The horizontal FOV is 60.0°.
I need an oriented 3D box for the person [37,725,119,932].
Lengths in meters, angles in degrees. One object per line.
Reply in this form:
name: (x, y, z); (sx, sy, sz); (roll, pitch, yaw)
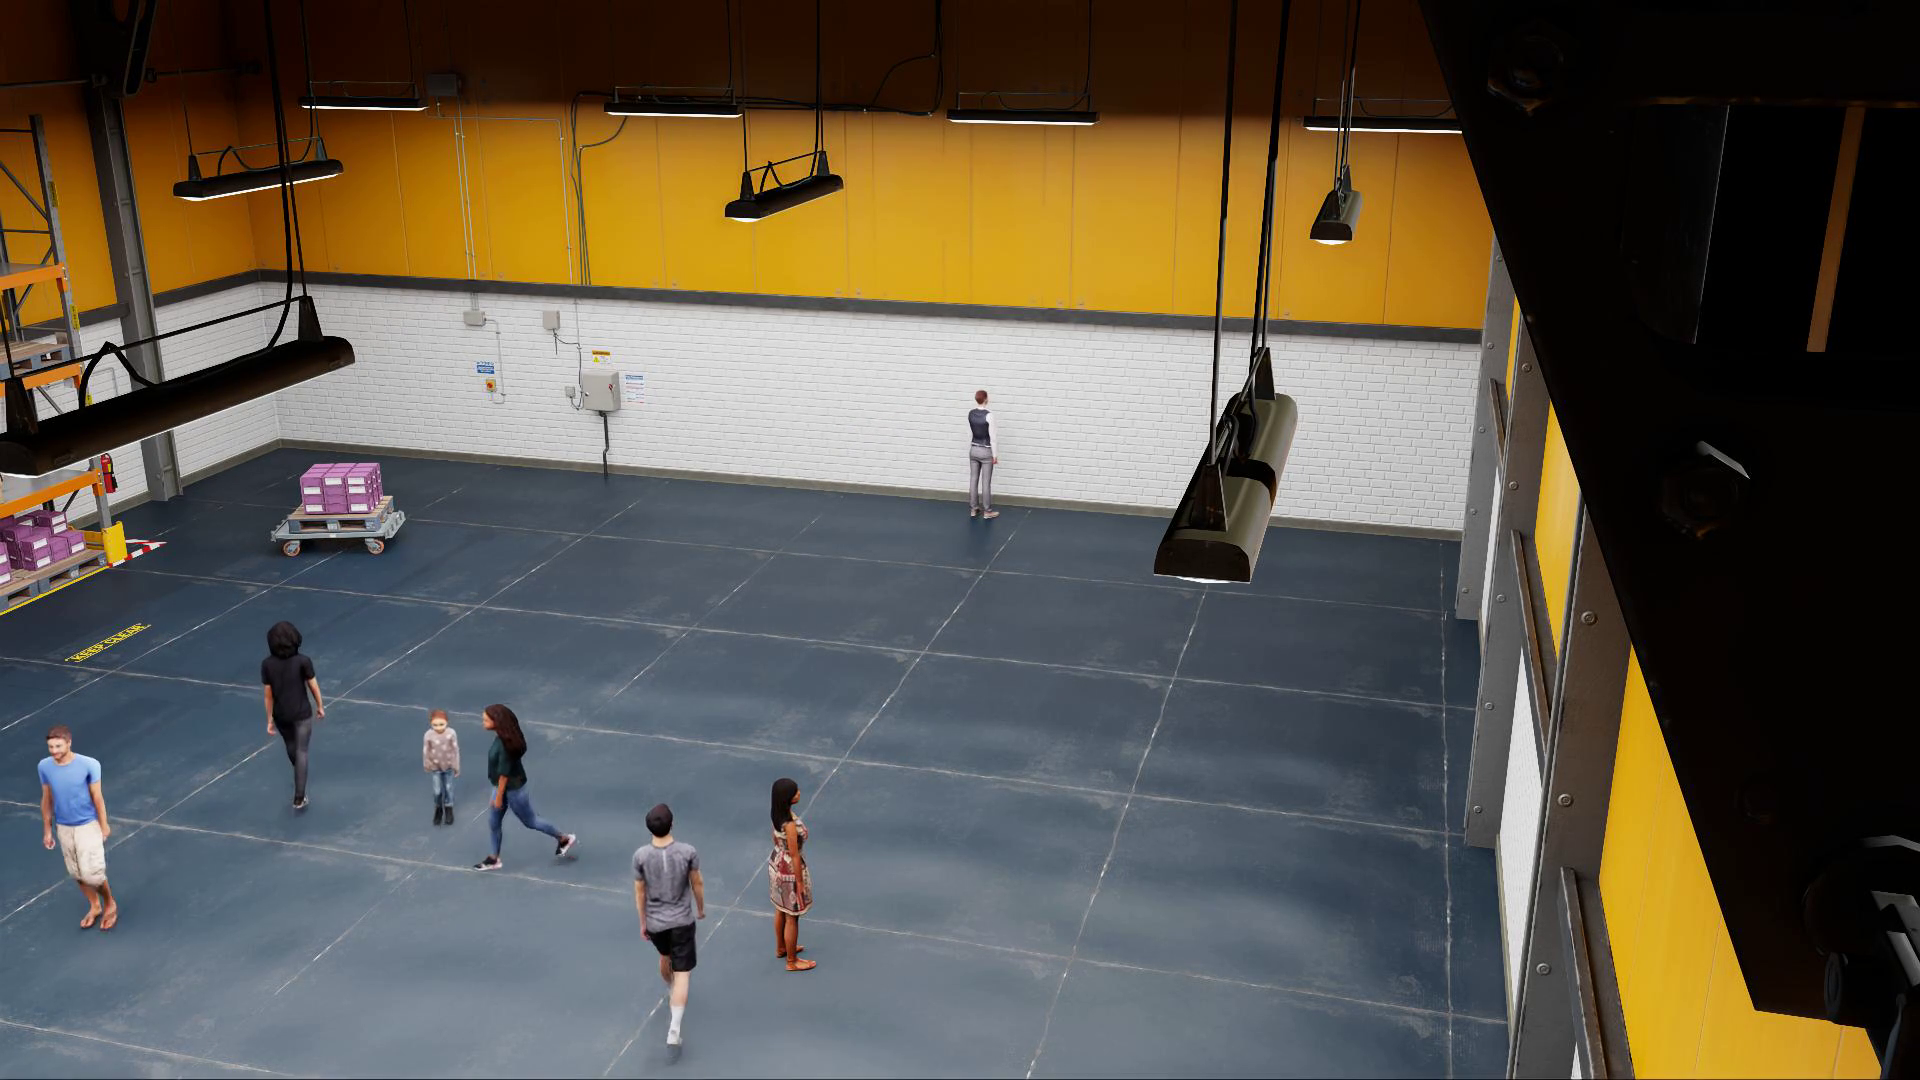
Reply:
person: (-7.370, 2.355, 13.975); (0.714, 1.847, 0.741); (0, 19, 0)

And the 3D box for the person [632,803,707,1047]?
person: (-2.168, 2.884, 12.401); (0.886, 1.850, 1.263); (0, 19, -1)

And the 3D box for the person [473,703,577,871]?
person: (-3.900, 2.216, 14.817); (1.091, 1.573, 1.115); (-7, 20, -21)

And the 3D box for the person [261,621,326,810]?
person: (-6.425, 1.714, 15.978); (0.998, 1.784, 1.264); (-3, 19, -10)

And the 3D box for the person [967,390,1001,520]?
person: (0.322, -1.296, 24.674); (0.729, 1.938, 0.697); (13, 23, 34)

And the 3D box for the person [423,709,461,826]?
person: (-4.897, 2.110, 15.745); (0.566, 1.182, 0.605); (-3, 19, -10)

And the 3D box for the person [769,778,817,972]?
person: (-1.386, 2.665, 13.370); (0.778, 1.645, 0.697); (-9, 21, -24)
